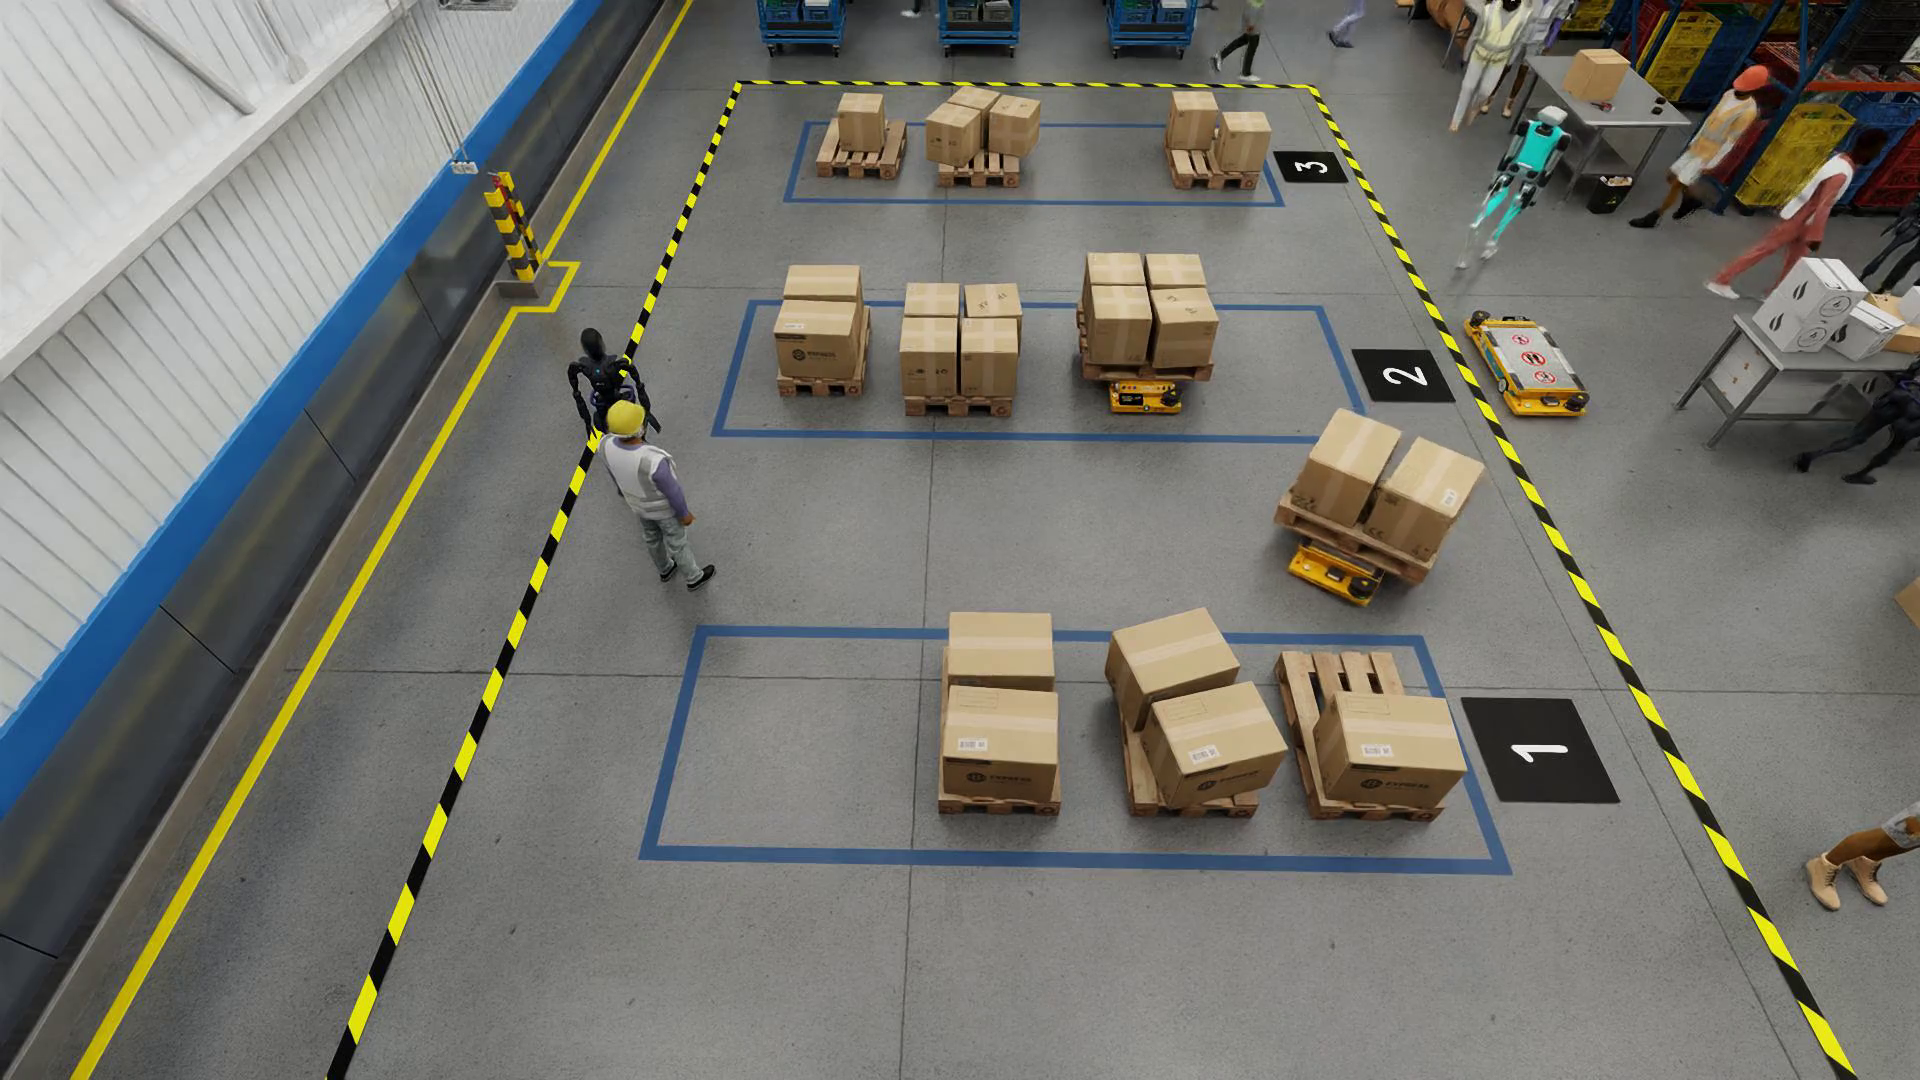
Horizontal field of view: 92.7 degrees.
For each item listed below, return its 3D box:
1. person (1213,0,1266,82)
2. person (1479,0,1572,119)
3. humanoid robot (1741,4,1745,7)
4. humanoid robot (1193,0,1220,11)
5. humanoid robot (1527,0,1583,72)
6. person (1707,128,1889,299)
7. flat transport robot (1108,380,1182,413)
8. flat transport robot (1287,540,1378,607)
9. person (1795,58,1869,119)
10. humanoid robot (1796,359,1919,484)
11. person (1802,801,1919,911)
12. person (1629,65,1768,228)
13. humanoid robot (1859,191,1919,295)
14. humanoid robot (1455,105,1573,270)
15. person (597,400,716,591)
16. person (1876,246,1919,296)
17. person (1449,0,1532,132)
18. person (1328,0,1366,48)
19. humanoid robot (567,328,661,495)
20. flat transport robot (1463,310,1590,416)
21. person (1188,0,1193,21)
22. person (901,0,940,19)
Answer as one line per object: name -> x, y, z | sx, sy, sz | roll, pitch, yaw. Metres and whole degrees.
person -> 4.085, -7.444, 12.943 | 0.647, 1.830, 0.582 | 2, 49, 2
person -> 7.539, -6.653, 12.127 | 0.607, 2.037, 0.406 | 19, 52, 16
humanoid robot -> 12.961, -9.606, 14.923 | 0.571, 1.633, 0.609 | 1, 49, 1
humanoid robot -> 4.125, -9.459, 14.793 | 0.513, 1.640, 0.616 | -5, 49, -4
humanoid robot -> 8.728, -7.781, 13.339 | 0.534, 1.784, 1.030 | 26, 54, 21
person -> 8.586, -3.175, 9.220 | 0.608, 1.873, 0.987 | -37, 58, -27
flat transport robot -> 1.773, -1.807, 9.079 | 0.652, 0.197, 1.431 | 1, 49, 1
flat transport robot -> 3.309, -0.111, 7.611 | 0.652, 0.197, 1.431 | 27, 54, 22
person -> 11.332, -5.999, 11.762 | 0.420, 1.729, 0.487 | 2, 49, 2
humanoid robot -> 7.782, -1.085, 7.550 | 0.638, 1.632, 0.611 | 0, 49, 0
person -> 5.595, 1.526, 5.048 | 0.604, 2.033, 0.393 | -2, 49, -1
person -> 8.329, -4.324, 10.197 | 0.619, 1.896, 0.602 | 4, 49, 3
humanoid robot -> 9.878, -3.174, 9.347 | 0.328, 1.654, 0.601 | -28, 55, -22
humanoid robot -> 5.766, -3.599, 9.714 | 1.041, 1.772, 0.540 | -36, 58, -27
person -> -2.235, -0.304, 6.758 | 0.590, 1.837, 0.404 | 20, 52, 16
person -> 10.159, -3.236, 9.300 | 0.508, 1.837, 0.345 | 17, 51, 14
person -> 6.847, -6.233, 11.901 | 0.661, 1.820, 0.460 | 17, 51, 15
person -> 6.009, -8.290, 13.725 | 0.386, 1.751, 0.545 | 16, 51, 13
humanoid robot -> -2.786, -1.031, 7.482 | 0.599, 1.659, 0.315 | -7, 50, -6
flat transport robot -> 5.573, -1.757, 9.054 | 0.659, 0.231, 1.431 | 1, 49, 1
person -> 3.508, -8.866, 14.167 | 0.572, 1.840, 0.526 | 3, 49, 3
person -> -0.538, -9.259, 14.514 | 0.932, 1.829, 0.502 | 4, 49, 4
